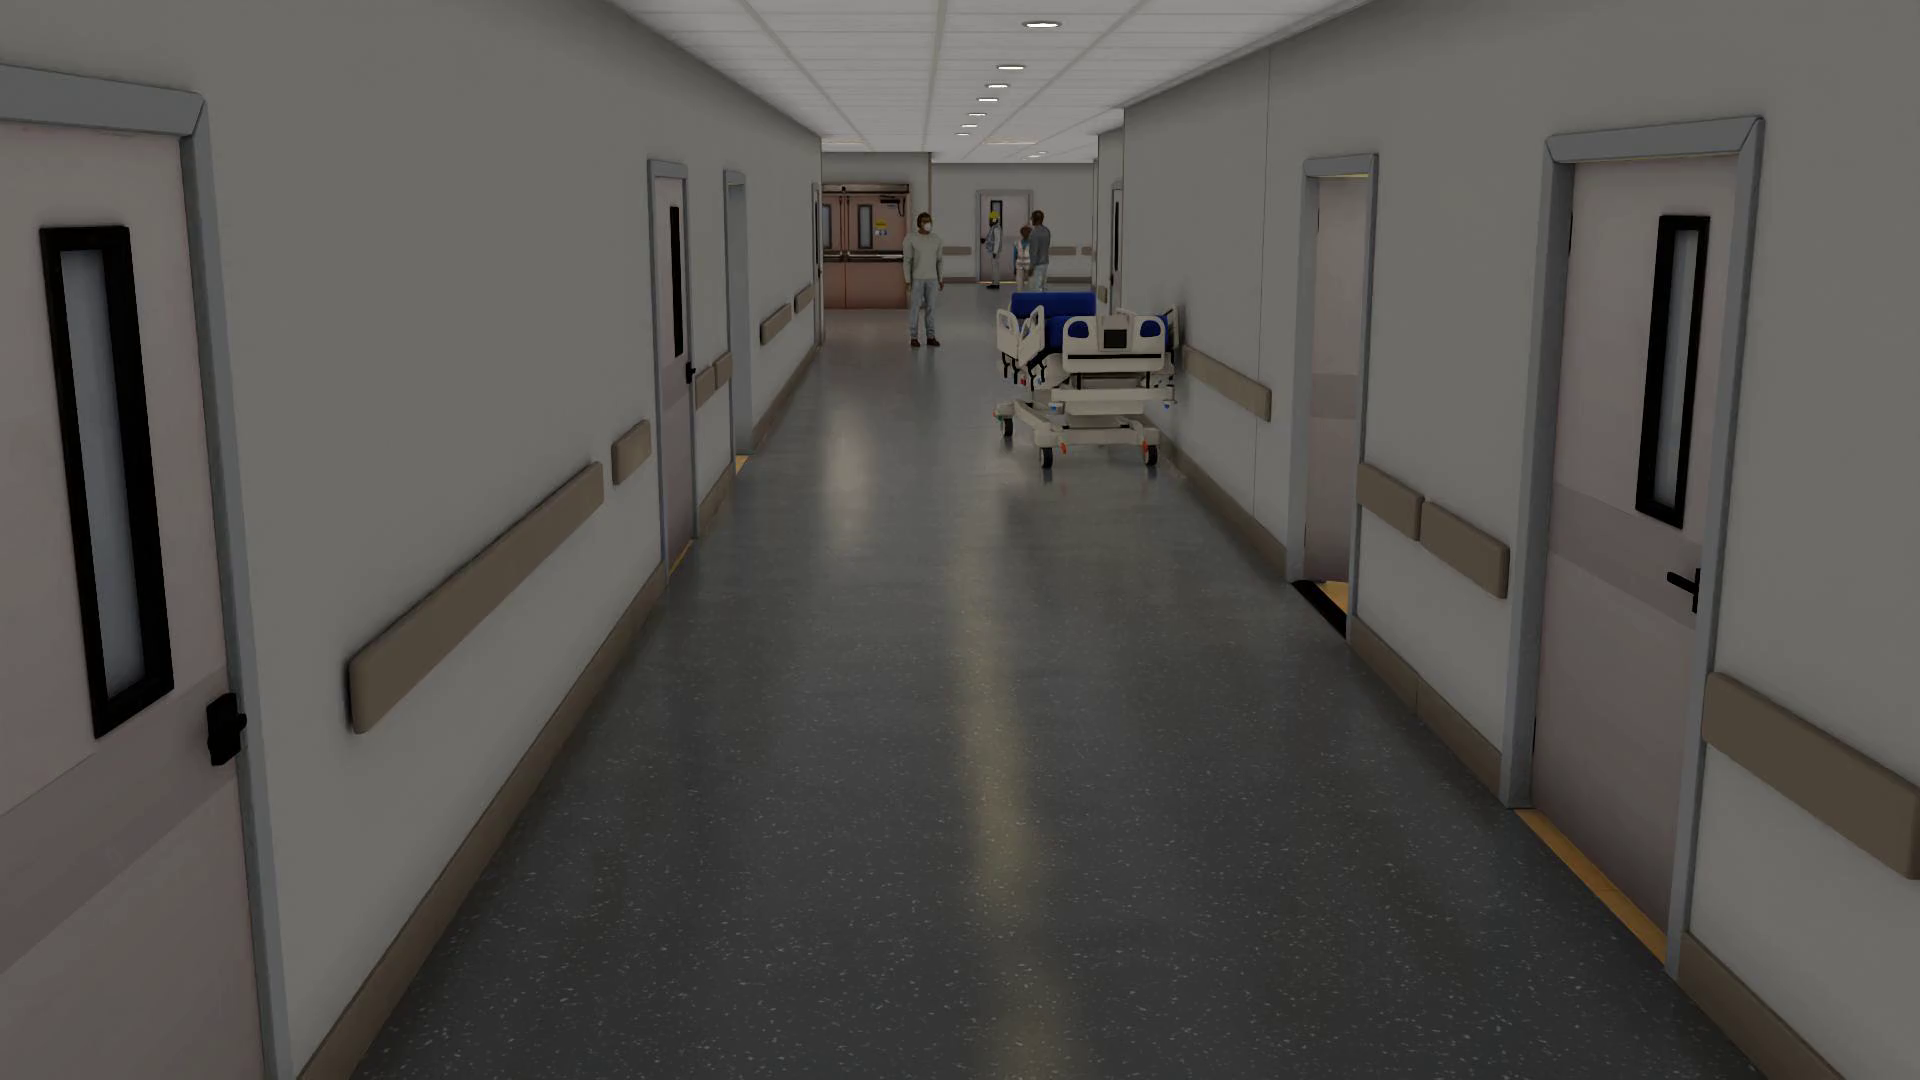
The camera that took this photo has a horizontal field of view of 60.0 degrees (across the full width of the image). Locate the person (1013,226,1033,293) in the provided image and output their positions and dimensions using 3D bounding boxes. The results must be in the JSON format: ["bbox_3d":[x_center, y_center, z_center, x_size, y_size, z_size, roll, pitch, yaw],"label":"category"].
[{"bbox_3d":[1.284,-5.190,31.821,0.519,1.626,0.565,4,12,20],"label":"person"}]

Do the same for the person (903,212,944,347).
[{"bbox_3d":[-0.523,-3.783,24.181,0.632,1.940,0.368,-5,13,-25],"label":"person"}]

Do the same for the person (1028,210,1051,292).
[{"bbox_3d":[1.357,-4.770,28.990,0.373,1.940,0.629,6,13,25],"label":"person"}]

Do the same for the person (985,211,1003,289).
[{"bbox_3d":[0.806,-6.887,39.561,0.403,1.833,0.586,-1,12,-4],"label":"person"}]
